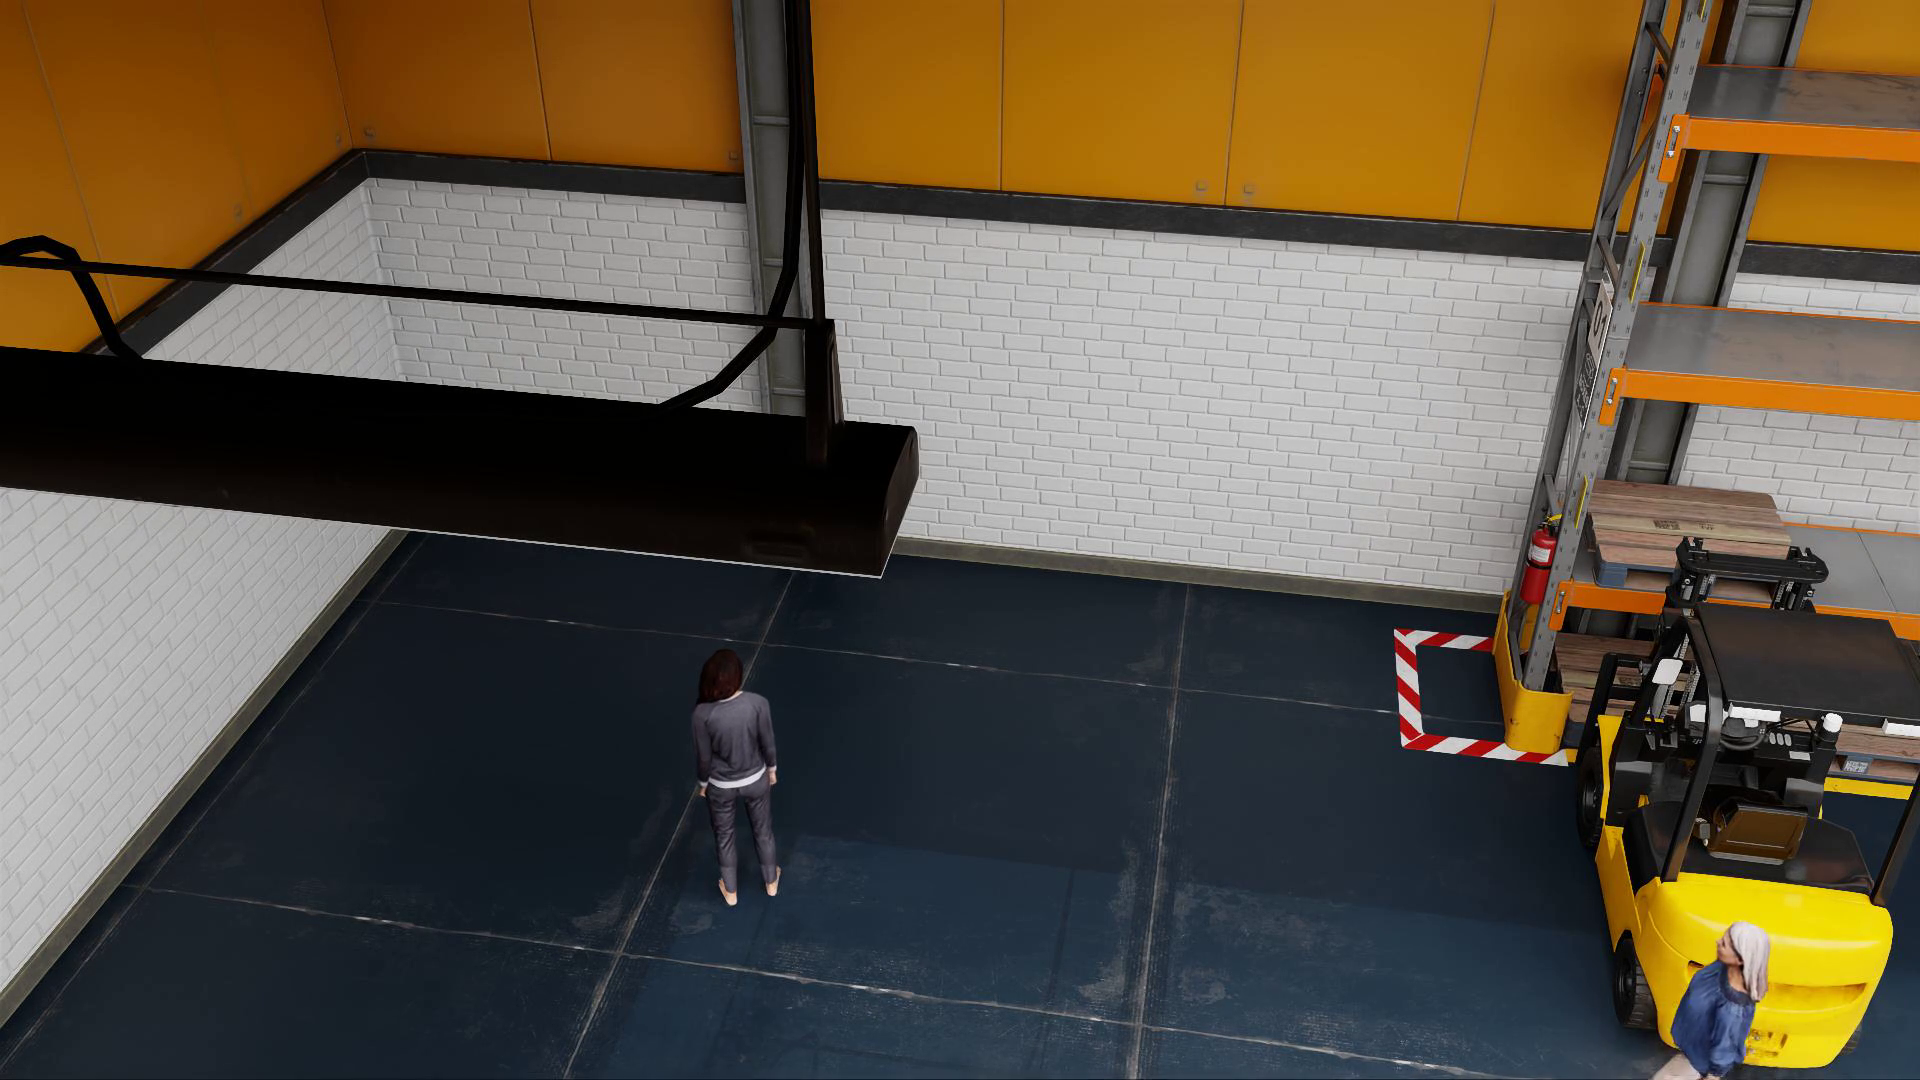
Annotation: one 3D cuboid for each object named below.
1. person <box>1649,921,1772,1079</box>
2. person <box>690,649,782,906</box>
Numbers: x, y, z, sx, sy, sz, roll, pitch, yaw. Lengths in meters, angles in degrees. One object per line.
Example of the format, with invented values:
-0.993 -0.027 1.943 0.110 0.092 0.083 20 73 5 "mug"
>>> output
3.649 2.485 7.923 0.724 1.684 0.708 18 37 25 "person"
-1.277 1.361 9.528 0.607 1.768 0.747 -9 35 -13 "person"
